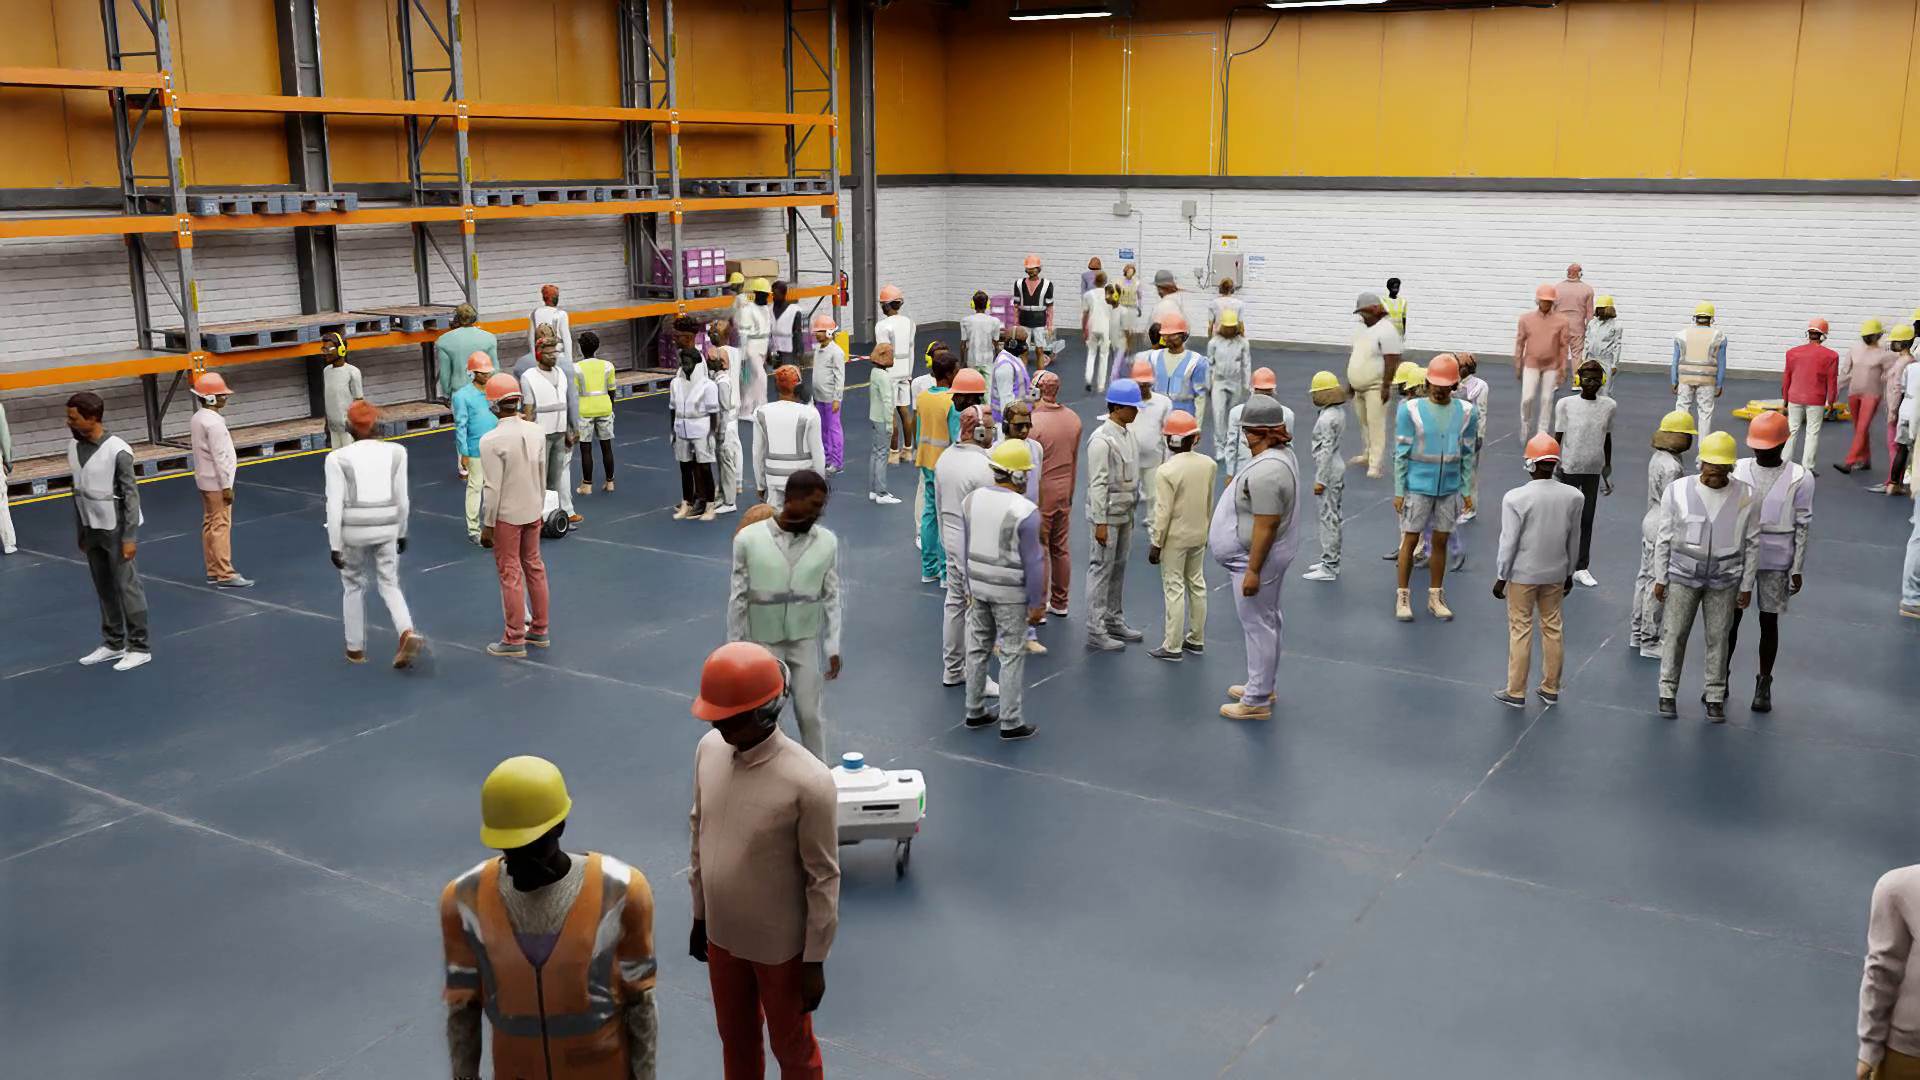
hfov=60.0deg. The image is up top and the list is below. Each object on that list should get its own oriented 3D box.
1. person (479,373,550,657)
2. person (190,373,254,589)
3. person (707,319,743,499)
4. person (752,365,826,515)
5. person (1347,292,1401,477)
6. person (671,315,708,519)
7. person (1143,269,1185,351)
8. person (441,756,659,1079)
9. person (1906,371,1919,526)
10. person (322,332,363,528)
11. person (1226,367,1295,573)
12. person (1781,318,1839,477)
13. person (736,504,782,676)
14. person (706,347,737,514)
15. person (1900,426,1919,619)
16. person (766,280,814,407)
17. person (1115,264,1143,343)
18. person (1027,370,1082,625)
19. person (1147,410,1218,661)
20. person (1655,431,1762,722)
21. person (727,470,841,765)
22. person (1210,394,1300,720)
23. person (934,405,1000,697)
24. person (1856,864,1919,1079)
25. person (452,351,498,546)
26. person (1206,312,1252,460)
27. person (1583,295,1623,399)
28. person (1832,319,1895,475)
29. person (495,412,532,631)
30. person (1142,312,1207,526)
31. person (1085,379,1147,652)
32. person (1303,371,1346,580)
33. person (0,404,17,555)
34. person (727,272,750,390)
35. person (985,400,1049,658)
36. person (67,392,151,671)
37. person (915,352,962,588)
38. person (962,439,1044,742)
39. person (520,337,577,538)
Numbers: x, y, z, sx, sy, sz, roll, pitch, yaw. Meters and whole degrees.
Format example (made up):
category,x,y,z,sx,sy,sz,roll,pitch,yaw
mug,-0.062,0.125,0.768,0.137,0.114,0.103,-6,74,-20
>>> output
category,x,y,z,sx,sy,sz,roll,pitch,yaw
person,-3.133,-0.175,11.666,0.377,1.992,0.622,6,14,25
person,-6.033,-0.486,13.538,0.332,1.753,0.561,-10,16,-37
person,-2.426,-1.338,17.038,0.342,1.846,0.509,6,14,23
person,-1.326,-0.433,13.025,0.584,1.882,0.345,4,13,15
person,4.546,-1.756,18.424,0.541,2.000,0.945,-2,13,-9
person,-2.607,-1.193,16.143,0.365,1.965,0.608,-3,13,-13
person,2.664,-2.550,21.867,0.536,2.000,0.706,6,14,26
person,-1.126,1.491,4.628,0.588,1.911,0.431,0,13,1
person,9.182,-0.994,15.466,0.673,1.880,0.742,6,14,25
person,-5.781,-1.011,15.568,0.531,1.870,0.317,8,15,31
person,2.502,-0.572,13.909,0.564,1.754,0.335,2,13,10
person,9.303,-1.553,18.208,0.354,1.739,0.570,-12,18,-43
person,-1.100,0.604,9.103,0.299,1.626,0.500,-5,14,-22
person,-2.352,-1.082,16.377,0.308,1.641,0.511,-3,13,-15
person,7.435,-0.398,12.630,0.393,1.995,0.612,9,16,33
person,-2.252,-2.503,22.016,0.604,1.889,0.873,12,17,41
person,2.940,-4.056,29.316,0.540,1.622,0.457,-1,13,-6
person,0.619,-0.320,12.491,0.409,1.907,0.648,11,17,40
person,1.524,-0.033,11.581,0.563,1.750,0.334,-11,17,-39
person,4.618,0.225,10.307,0.593,1.826,0.403,5,14,19
person,-0.955,0.554,8.803,0.681,1.864,0.427,-6,14,-23
person,1.829,0.094,10.397,0.539,2.000,0.689,4,14,18
person,0.104,0.067,10.810,0.403,1.906,0.651,-8,15,-30
person,2.905,1.513,4.869,0.517,1.757,0.342,5,14,21
person,-4.298,-0.835,15.057,0.334,1.749,0.575,8,15,31
person,3.104,-1.763,19.163,0.507,1.705,0.834,0,13,1
person,8.157,-2.246,21.200,0.297,1.745,0.484,-11,17,-39
person,9.926,-1.569,18.342,0.943,1.705,0.528,-7,15,-29
person,-3.264,-0.126,12.231,0.308,1.640,0.511,0,13,-2
person,1.999,-1.117,15.647,0.607,2.044,0.377,7,15,29
person,1.105,-0.182,11.827,0.416,1.939,0.605,7,15,29
person,3.021,-0.531,13.786,0.325,1.733,0.487,6,14,24
person,-8.557,-0.651,14.510,0.523,1.639,0.309,-10,16,-36
person,-3.322,-3.144,25.052,0.331,1.765,0.533,-3,13,-14
person,0.382,-0.066,11.558,0.516,1.835,0.358,-9,16,-35
person,-5.820,-0.068,11.374,0.590,1.917,0.395,7,15,28
person,-0.146,-0.570,13.543,0.390,1.920,0.588,-9,16,-34
person,0.273,0.299,10.004,0.421,1.821,0.596,-12,18,-42
person,-3.827,-0.962,15.406,0.384,1.845,0.565,7,15,26
